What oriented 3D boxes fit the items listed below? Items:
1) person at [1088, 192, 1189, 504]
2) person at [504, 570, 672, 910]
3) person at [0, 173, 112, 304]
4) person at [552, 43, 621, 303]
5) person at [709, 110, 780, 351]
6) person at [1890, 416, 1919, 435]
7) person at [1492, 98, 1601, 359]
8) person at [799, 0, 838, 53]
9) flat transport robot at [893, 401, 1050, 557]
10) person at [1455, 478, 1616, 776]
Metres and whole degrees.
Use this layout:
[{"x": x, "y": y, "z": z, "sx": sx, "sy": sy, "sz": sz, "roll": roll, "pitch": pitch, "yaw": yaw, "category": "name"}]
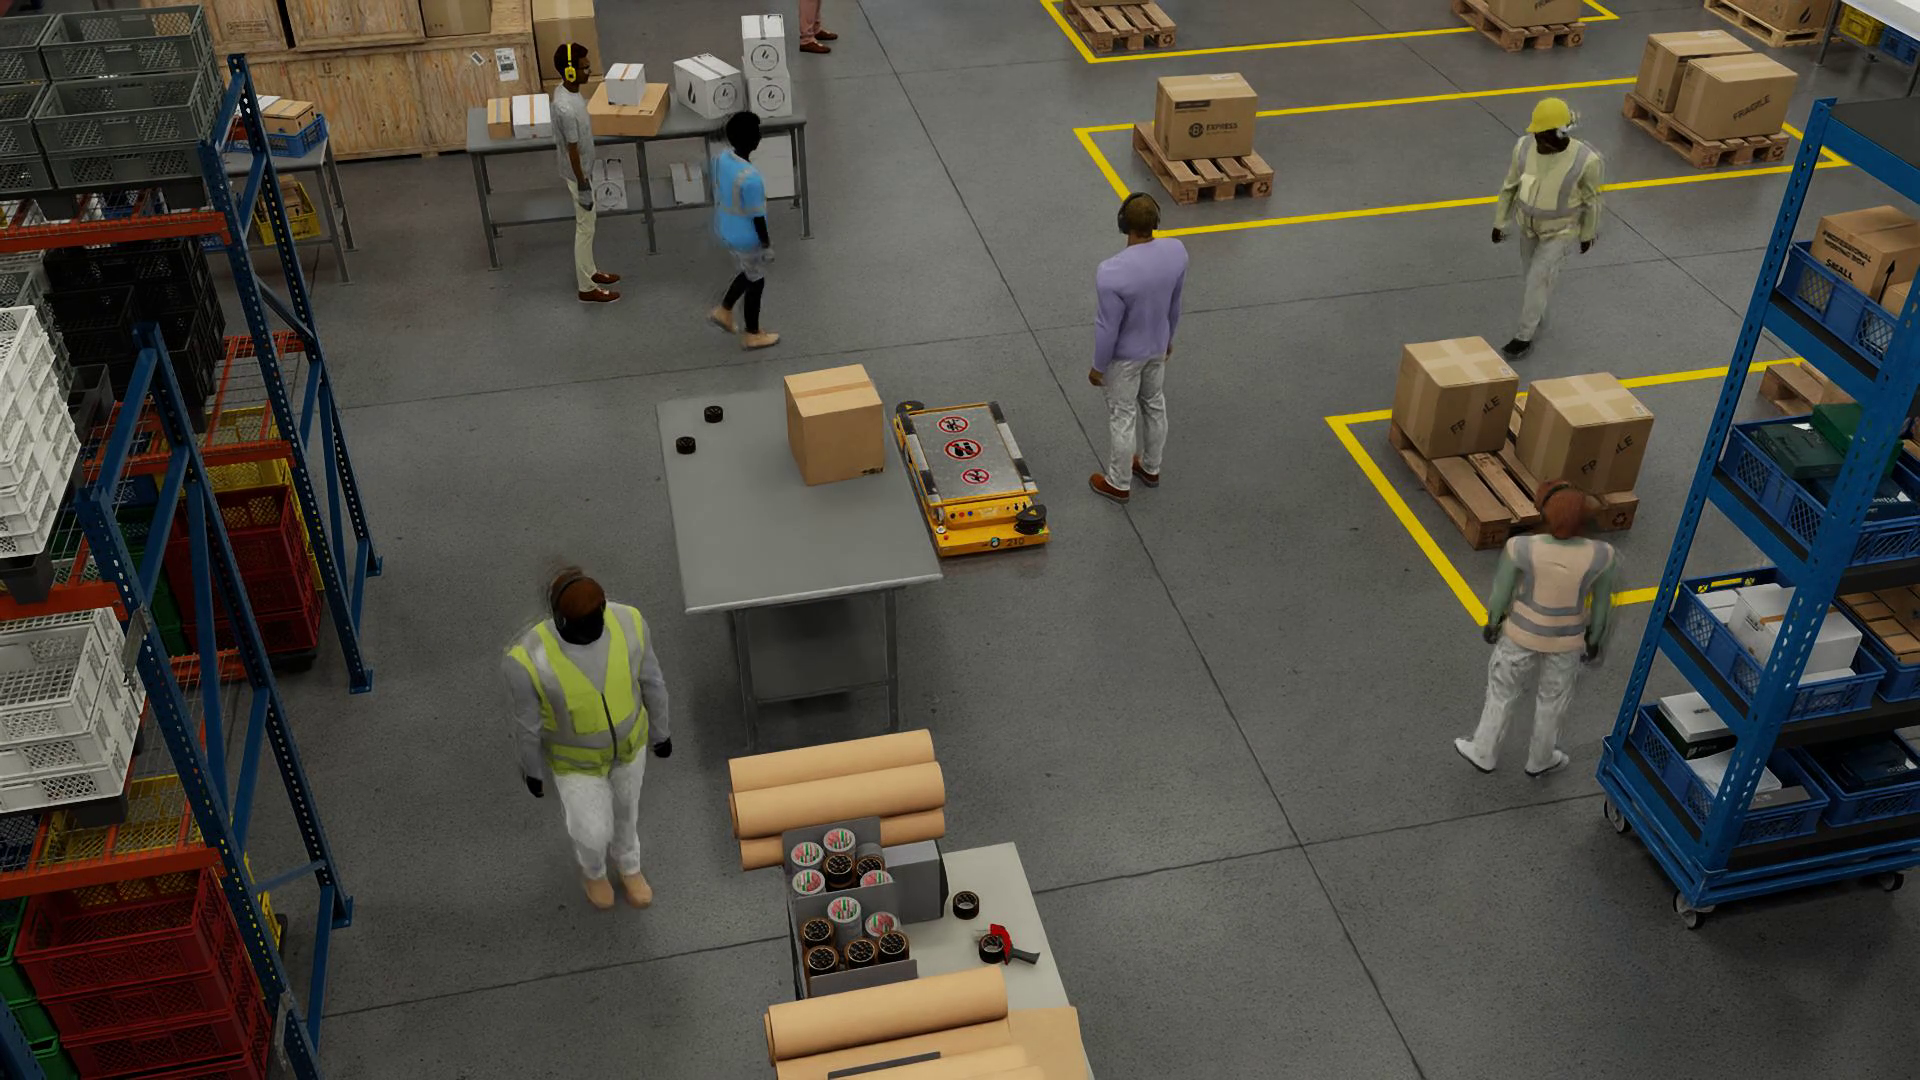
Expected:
[{"x": 1.005, "y": -1.097, "z": 9.621, "sx": 0.629, "sy": 1.936, "sz": 0.371, "roll": -23, "pitch": 43, "yaw": -28, "category": "person"}, {"x": -1.527, "y": 0.877, "z": 7.056, "sx": 0.655, "sy": 1.828, "sz": 0.451, "roll": -24, "pitch": 43, "yaw": -29, "category": "person"}, {"x": -5.655, "y": -1.766, "z": 10.563, "sx": 0.360, "sy": 1.884, "sz": 0.575, "roll": 24, "pitch": 43, "yaw": 29, "category": "person"}, {"x": -2.645, "y": -2.561, "z": 11.652, "sx": 0.316, "sy": 1.861, "sz": 0.516, "roll": -6, "pitch": 37, "yaw": -7, "category": "person"}, {"x": -1.437, "y": -2.042, "z": 11.099, "sx": 0.393, "sy": 1.682, "sz": 0.553, "roll": -17, "pitch": 40, "yaw": -22, "category": "person"}, {"x": 4.663, "y": -0.203, "z": 8.404, "sx": 0.636, "sy": 1.946, "sz": 0.635, "roll": 10, "pitch": 38, "yaw": 13, "category": "person"}, {"x": 3.871, "y": -2.089, "z": 11.075, "sx": 0.779, "sy": 1.784, "sz": 0.613, "roll": -28, "pitch": 45, "yaw": -32, "category": "person"}, {"x": -1.365, "y": -5.590, "z": 15.692, "sx": 0.404, "sy": 1.899, "sz": 0.645, "roll": 4, "pitch": 37, "yaw": 5, "category": "person"}, {"x": 0.046, "y": -0.430, "z": 10.108, "sx": 0.652, "sy": 0.197, "sz": 1.431, "roll": -8, "pitch": 37, "yaw": -10, "category": "flat transport robot"}, {"x": 2.742, "y": 0.451, "z": 7.805, "sx": 0.571, "sy": 1.621, "sz": 0.323, "roll": 8, "pitch": 37, "yaw": 11, "category": "person"}]
